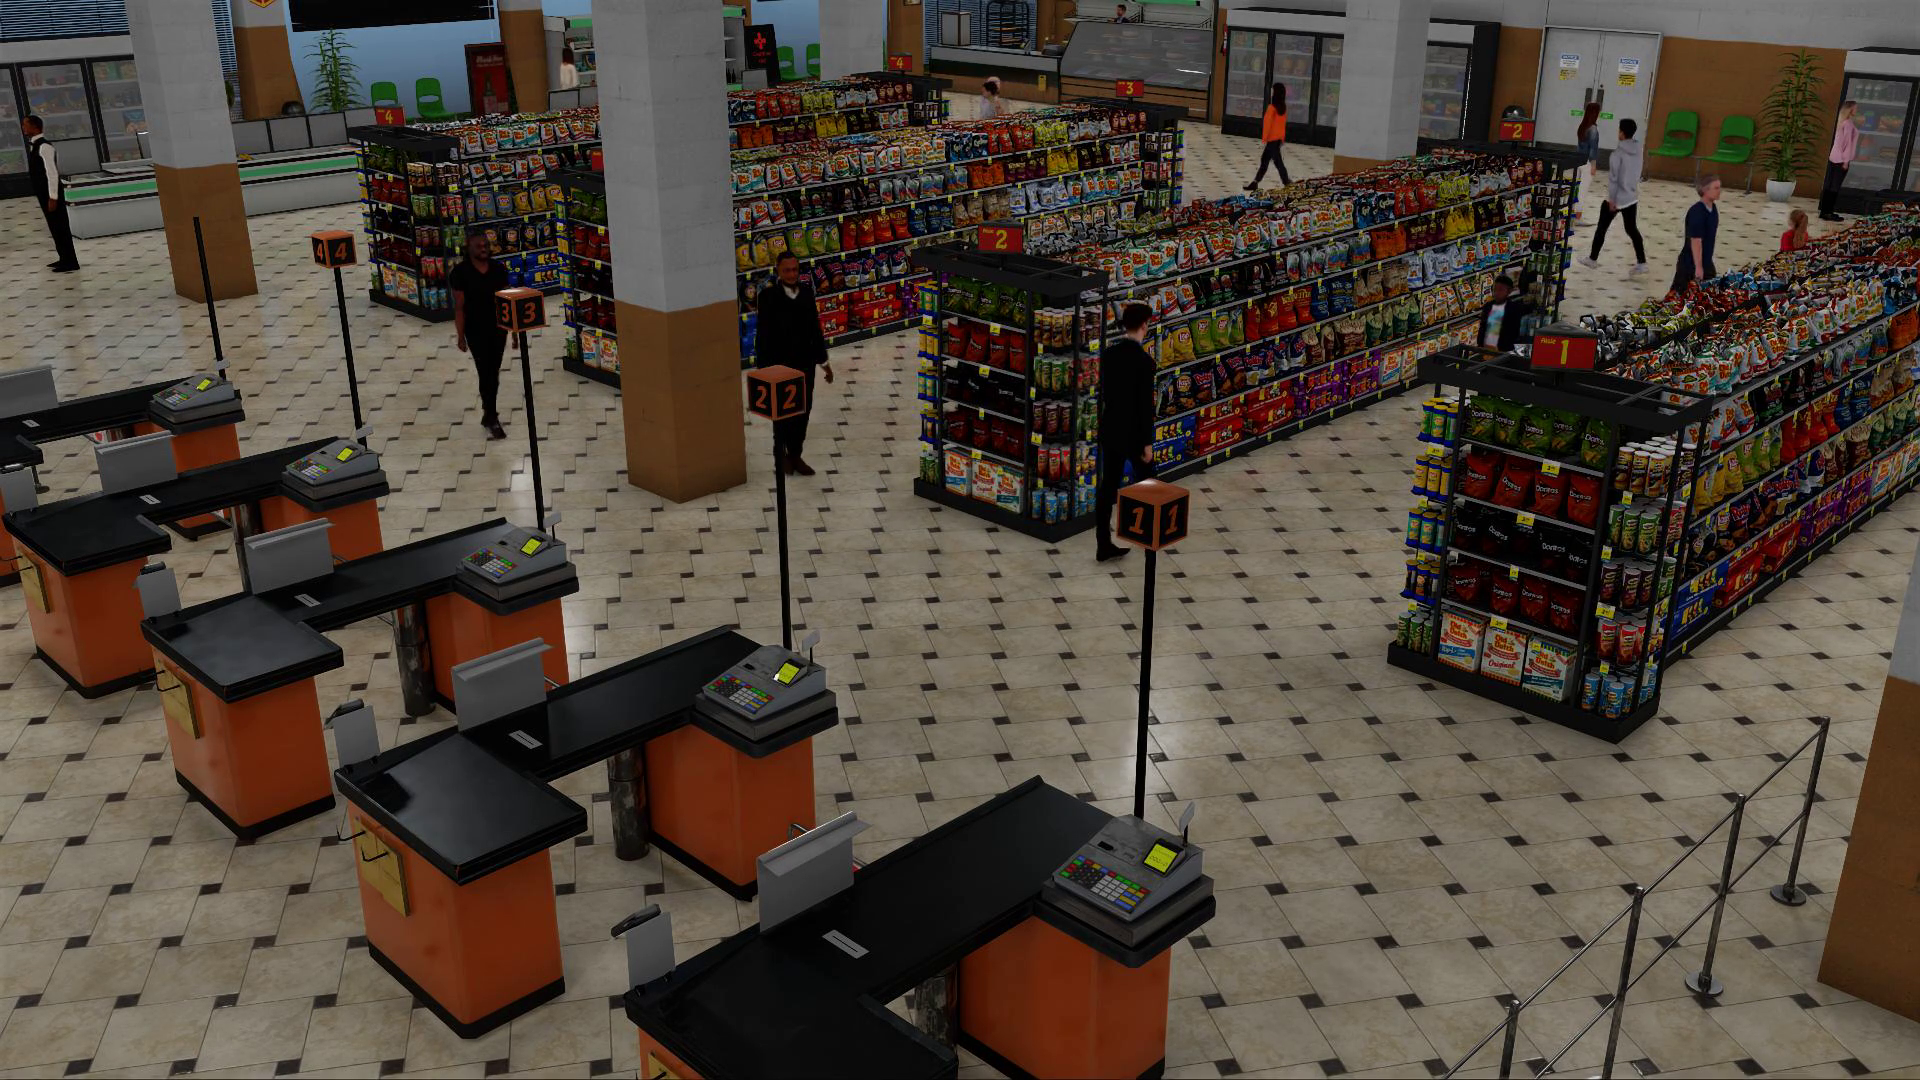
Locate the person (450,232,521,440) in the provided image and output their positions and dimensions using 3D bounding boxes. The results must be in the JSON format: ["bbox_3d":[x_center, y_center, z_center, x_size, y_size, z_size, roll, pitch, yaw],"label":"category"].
[{"bbox_3d":[-4.237,-1.837,14.743,0.827,1.800,0.798,-16,27,-35],"label":"person"}]

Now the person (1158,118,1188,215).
[{"bbox_3d":[2.821,-4.982,22.733,0.768,1.679,0.853,-3,22,-8],"label":"person"}]

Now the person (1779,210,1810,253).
[{"bbox_3d":[9.181,-2.975,18.307,0.913,1.255,0.855,-5,22,-13],"label":"person"}]

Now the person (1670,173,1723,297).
[{"bbox_3d":[7.507,-2.842,17.212,1.039,1.825,0.730,-20,29,-40],"label":"person"}]

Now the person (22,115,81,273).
[{"bbox_3d":[-11.378,-4.337,20.809,0.623,1.917,0.729,-15,27,-33],"label":"person"}]

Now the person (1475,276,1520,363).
[{"bbox_3d":[5.026,-1.840,15.474,0.539,1.262,0.575,18,28,37],"label":"person"}]

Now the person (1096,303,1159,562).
[{"bbox_3d":[1.125,-0.725,11.929,1.061,1.836,0.809,-16,27,-35],"label":"person"}]

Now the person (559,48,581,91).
[{"bbox_3d":[-7.341,-8.305,31.012,0.636,1.673,0.733,18,28,38],"label":"person"}]

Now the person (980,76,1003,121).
[{"bbox_3d":[0.409,-6.153,25.462,0.775,1.817,0.773,-9,24,-22],"label":"person"}]

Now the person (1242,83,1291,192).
[{"bbox_3d":[4.867,-6.051,25.367,0.824,1.700,1.066,14,26,31],"label":"person"}]

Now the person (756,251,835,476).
[{"bbox_3d":[-1.440,-1.456,13.675,0.610,1.890,0.792,-19,28,-38],"label":"person"}]

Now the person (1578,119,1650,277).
[{"bbox_3d":[8.220,-4.163,20.425,1.313,1.880,1.106,-9,23,-20],"label":"person"}]

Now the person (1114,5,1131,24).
[{"bbox_3d":[3.716,-11.424,38.513,0.616,1.868,0.563,20,30,41],"label":"person"}]

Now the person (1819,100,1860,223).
[{"bbox_3d":[12.644,-5.460,23.910,0.745,1.688,0.642,5,22,13],"label":"person"}]

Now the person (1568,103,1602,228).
[{"bbox_3d":[8.839,-5.324,23.553,0.723,1.703,0.688,-2,22,-6],"label":"person"}]
